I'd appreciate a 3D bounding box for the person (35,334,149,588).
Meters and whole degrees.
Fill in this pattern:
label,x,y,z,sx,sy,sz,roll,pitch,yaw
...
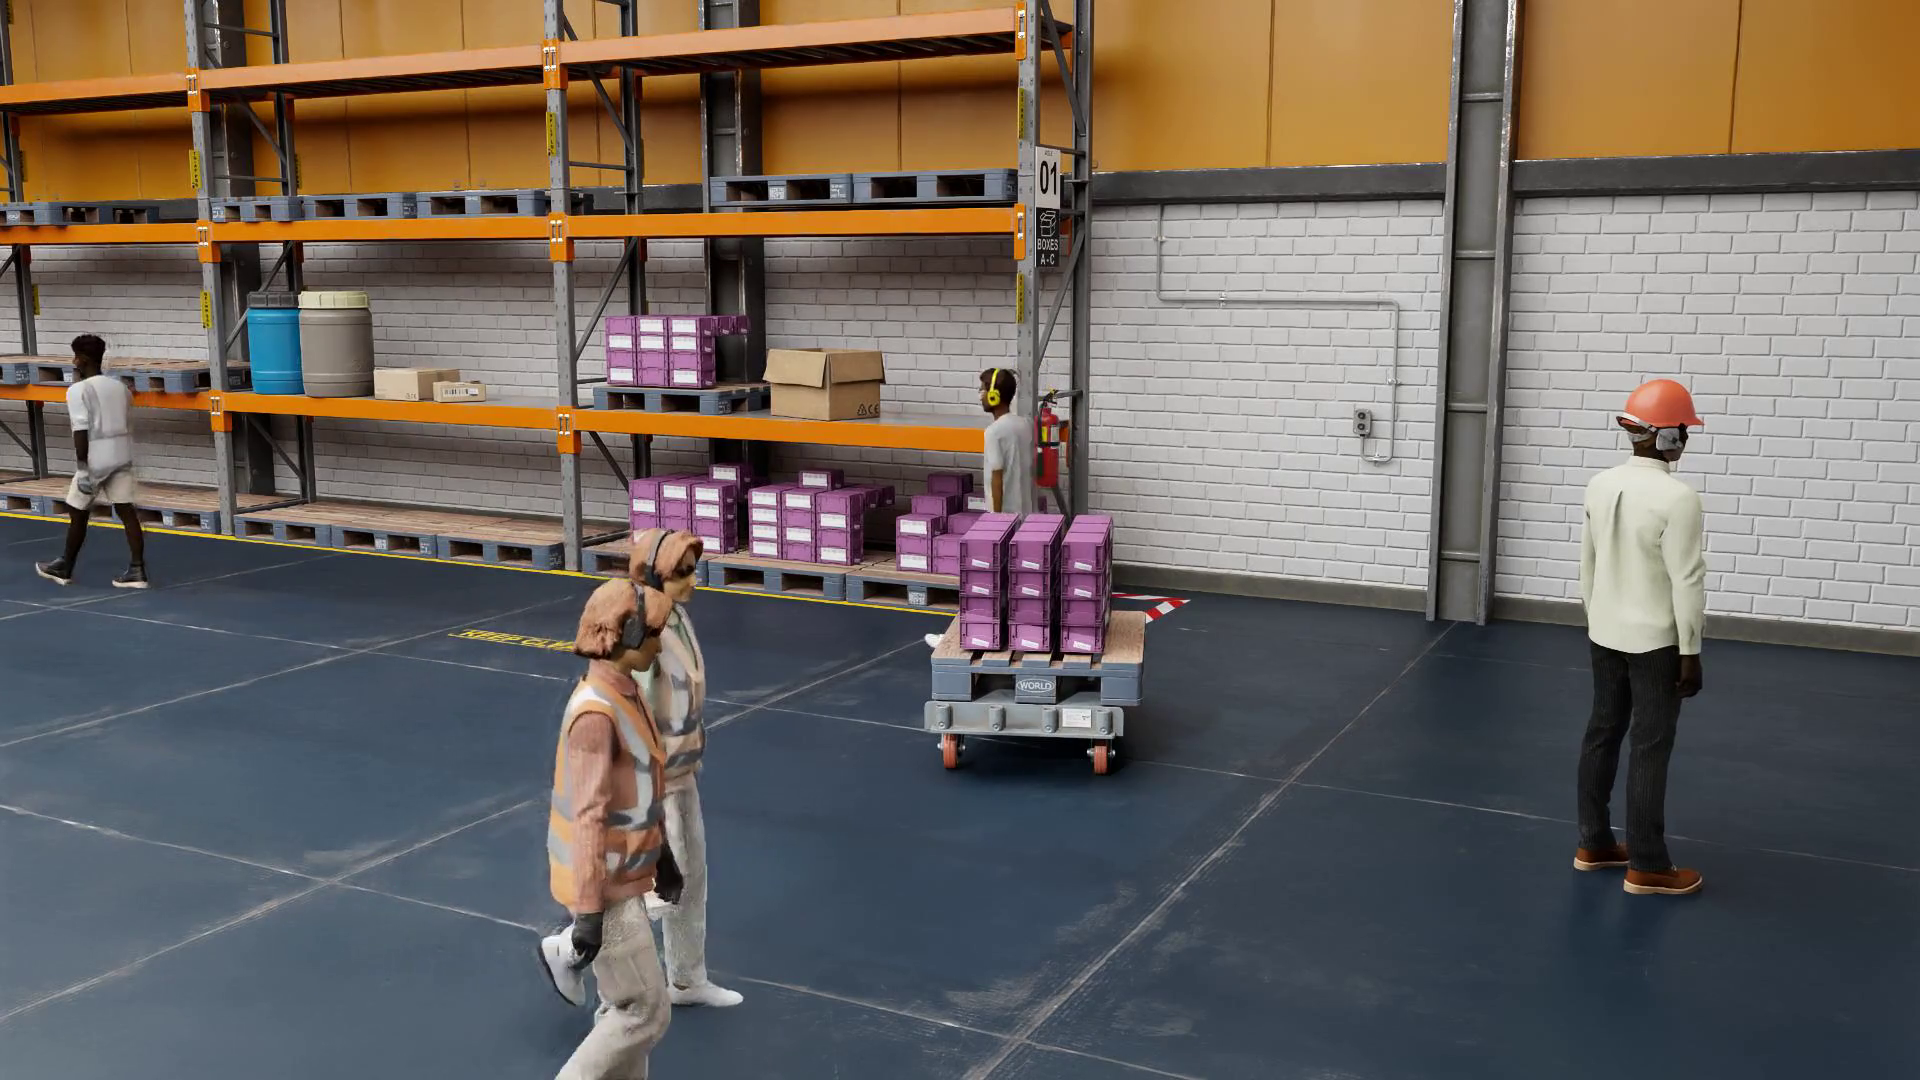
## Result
label,x,y,z,sx,sy,sz,roll,pitch,yaw
person,-6.620,-0.594,12.655,0.951,1.920,0.641,3,10,17

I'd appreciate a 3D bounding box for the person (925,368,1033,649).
label,x,y,z,sx,sy,sz,roll,pitch,yaw
person,0.258,-0.155,10.304,0.967,1.821,0.507,7,11,35

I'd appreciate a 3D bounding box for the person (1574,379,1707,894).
label,x,y,z,sx,sy,sz,roll,pitch,yaw
person,2.663,0.373,6.485,0.375,1.995,0.611,-3,10,-19

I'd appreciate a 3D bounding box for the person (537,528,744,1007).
label,x,y,z,sx,sy,sz,roll,pitch,yaw
person,-1.022,0.757,5.292,0.547,1.624,0.531,0,9,2

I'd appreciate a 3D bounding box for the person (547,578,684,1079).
label,x,y,z,sx,sy,sz,roll,pitch,yaw
person,-0.907,0.909,4.361,0.403,1.617,0.542,-1,9,-8
